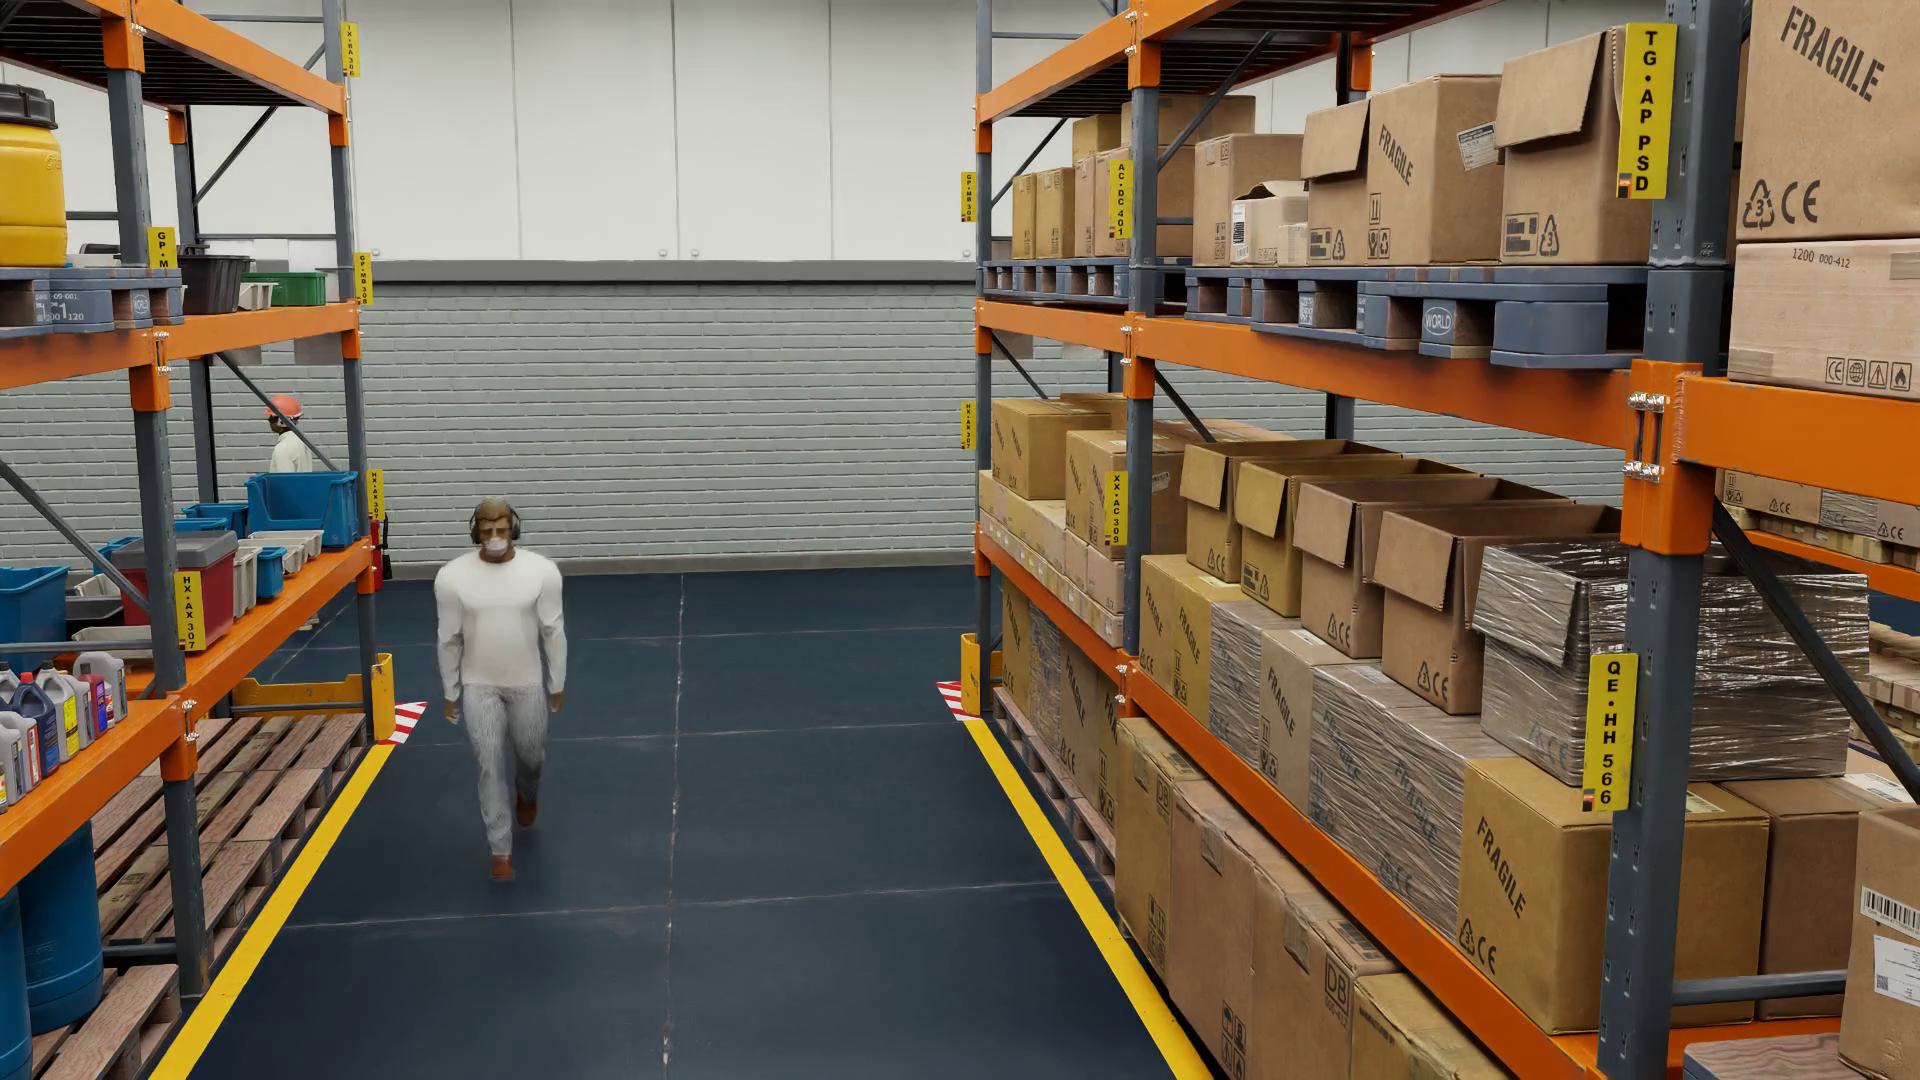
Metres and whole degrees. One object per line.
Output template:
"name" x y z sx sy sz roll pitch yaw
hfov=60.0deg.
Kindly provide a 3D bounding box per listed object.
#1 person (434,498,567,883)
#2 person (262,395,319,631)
"person" -2.333 0.713 8.503 0.635 1.917 0.782 -3 10 -16
"person" -5.642 -0.230 14.050 0.375 1.997 0.612 -1 9 -6
